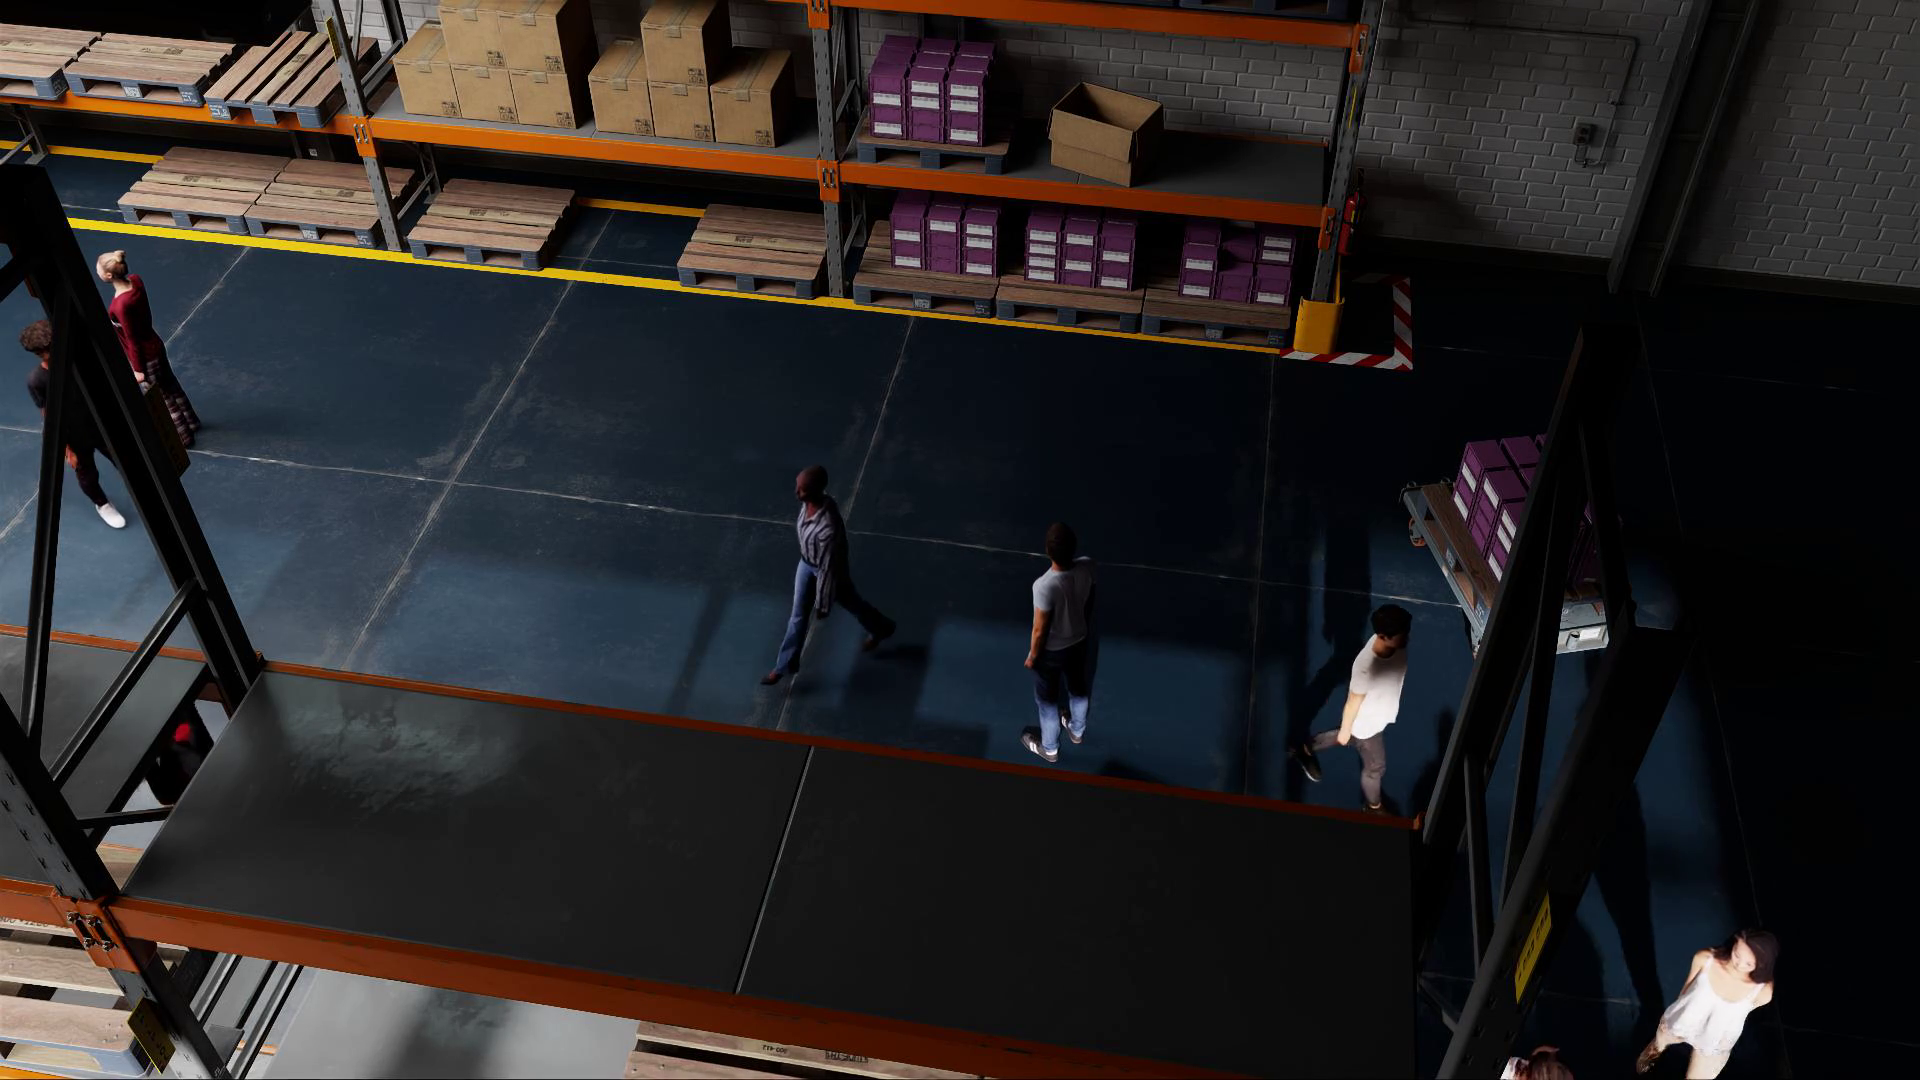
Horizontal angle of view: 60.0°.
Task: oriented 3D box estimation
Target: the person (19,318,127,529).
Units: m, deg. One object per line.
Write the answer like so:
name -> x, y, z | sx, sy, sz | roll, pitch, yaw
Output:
person -> -6.155, -0.808, 11.573 | 0.986, 1.762, 0.852 | 29, 51, 27

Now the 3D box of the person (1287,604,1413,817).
person -> 2.340, 0.963, 9.767 | 1.163, 1.689, 0.945 | 27, 50, 25

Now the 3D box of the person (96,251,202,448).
person -> -5.996, -1.399, 12.239 | 0.625, 1.699, 0.682 | -7, 44, -7

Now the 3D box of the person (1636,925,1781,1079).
person -> 3.603, 2.495, 8.198 | 1.003, 1.635, 0.886 | -5, 44, -5

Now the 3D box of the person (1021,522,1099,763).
person -> 0.612, 0.620, 9.999 | 0.703, 1.865, 0.755 | -27, 50, -26

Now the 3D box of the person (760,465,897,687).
person -> -0.759, 0.202, 10.532 | 1.275, 1.735, 1.138 | -20, 47, -20
